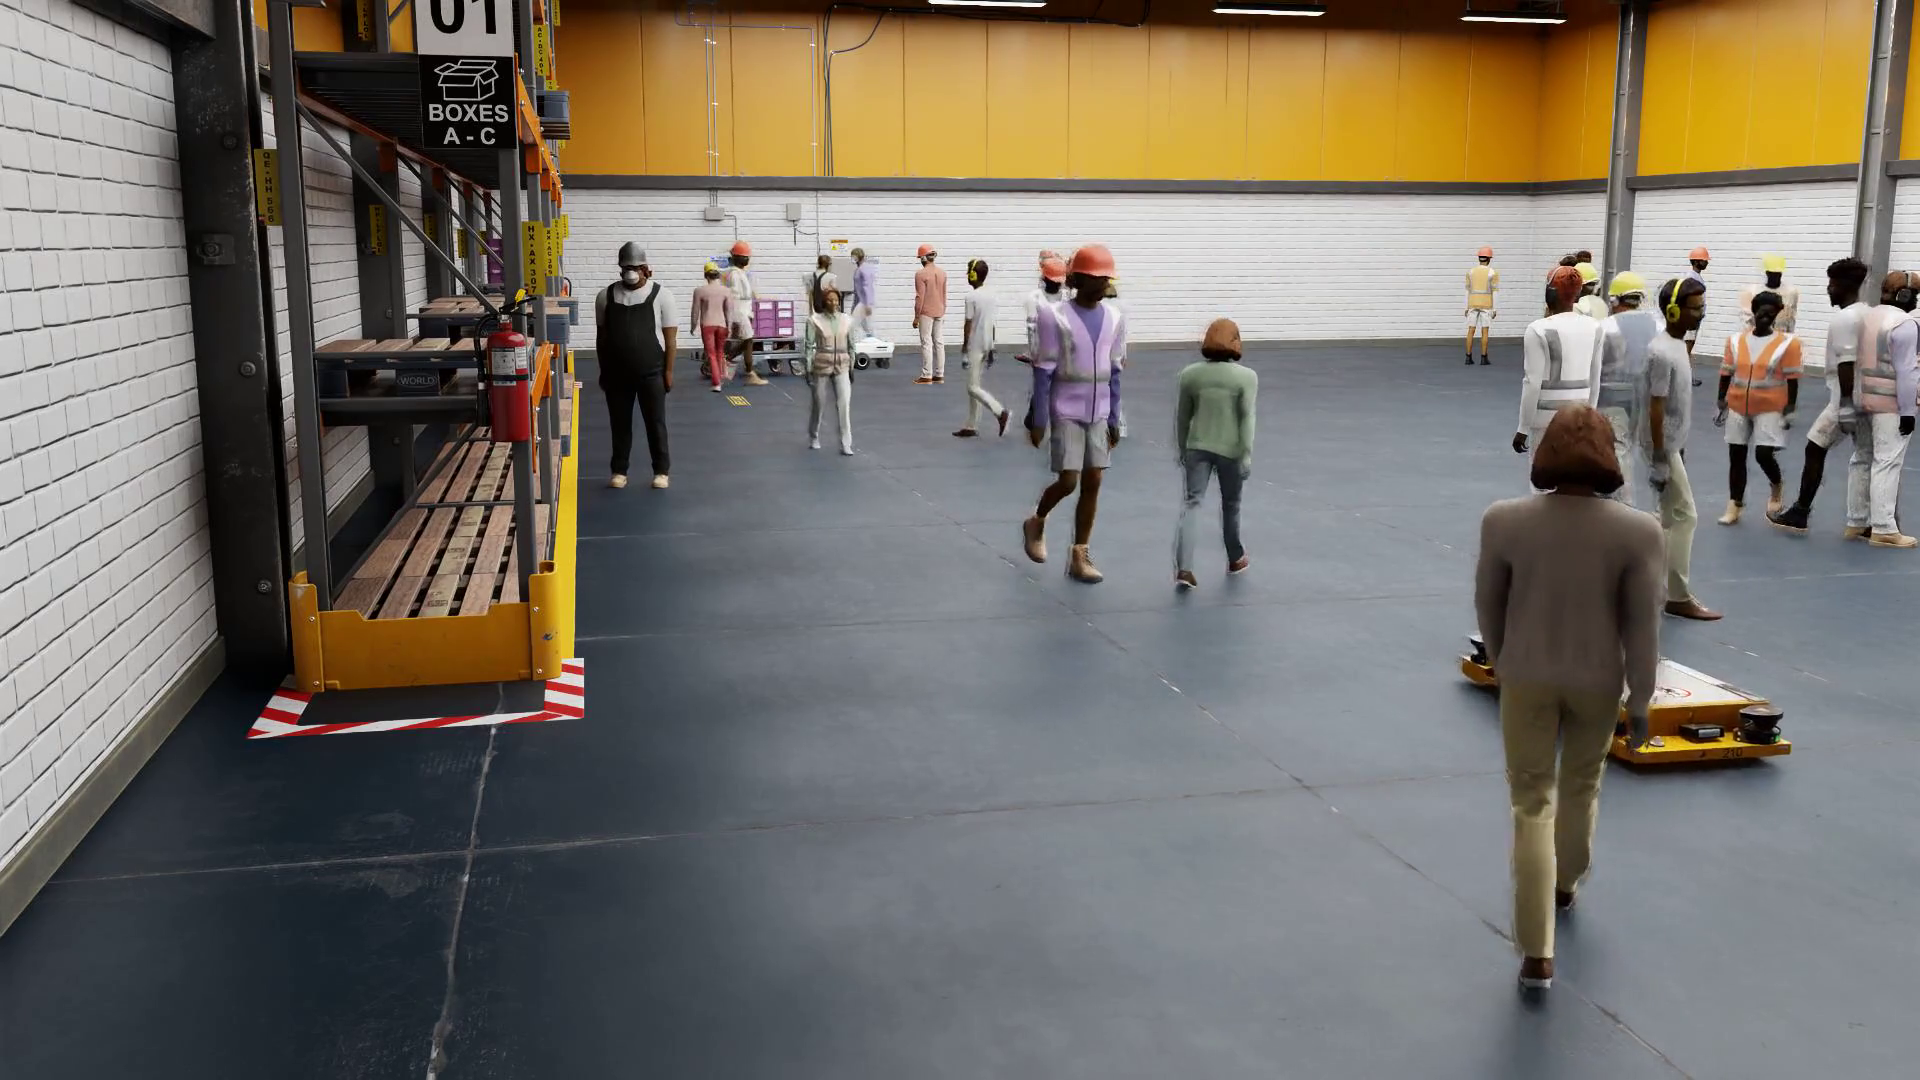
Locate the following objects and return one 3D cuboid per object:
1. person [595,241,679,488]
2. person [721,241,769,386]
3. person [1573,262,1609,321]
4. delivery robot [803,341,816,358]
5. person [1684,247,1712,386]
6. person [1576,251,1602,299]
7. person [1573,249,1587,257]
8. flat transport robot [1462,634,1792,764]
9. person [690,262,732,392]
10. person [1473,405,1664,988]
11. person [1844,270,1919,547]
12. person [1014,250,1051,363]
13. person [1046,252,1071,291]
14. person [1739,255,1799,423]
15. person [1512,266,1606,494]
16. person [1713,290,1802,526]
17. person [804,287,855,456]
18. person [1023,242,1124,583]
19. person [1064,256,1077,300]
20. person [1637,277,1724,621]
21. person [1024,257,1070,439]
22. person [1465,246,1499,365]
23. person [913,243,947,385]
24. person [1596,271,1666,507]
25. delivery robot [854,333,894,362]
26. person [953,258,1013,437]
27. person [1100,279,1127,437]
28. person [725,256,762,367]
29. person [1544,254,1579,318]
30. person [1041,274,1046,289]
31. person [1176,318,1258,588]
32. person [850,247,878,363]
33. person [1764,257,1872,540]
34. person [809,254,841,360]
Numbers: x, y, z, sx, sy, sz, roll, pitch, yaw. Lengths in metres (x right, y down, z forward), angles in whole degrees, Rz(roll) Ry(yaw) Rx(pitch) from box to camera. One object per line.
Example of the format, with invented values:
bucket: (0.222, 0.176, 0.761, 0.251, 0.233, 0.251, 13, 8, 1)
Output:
person: (-2.666, -1.430, 13.626, 0.683, 2.000, 0.535, 1, 10, 6)
person: (-3.085, -3.152, 23.260, 0.704, 2.015, 0.639, 0, 10, 1)
person: (5.552, -1.565, 14.948, 0.403, 1.835, 0.588, 10, 14, 44)
delivery robot: (-2.147, -3.024, 26.319, 0.707, 0.478, 0.477, 1, 10, 4)
person: (10.297, -3.129, 23.327, 0.356, 1.939, 0.543, 6, 12, 29)
person: (7.824, -2.669, 20.893, 0.629, 1.888, 0.819, -2, 10, -13)
person: (9.185, -3.366, 24.759, 0.641, 1.902, 0.402, -8, 13, -37)
flat transport robot: (2.774, 0.640, 7.065, 0.652, 0.197, 1.431, -2, 10, -10)
person: (-3.397, -2.881, 22.546, 0.530, 1.731, 0.846, -6, 12, -30)
person: (1.702, 0.415, 4.706, 0.487, 1.577, 0.929, 3, 11, 15)
person: (6.216, -0.877, 11.138, 0.429, 1.839, 0.622, 0, 10, -1)
person: (1.366, -3.795, 27.238, 0.959, 1.863, 0.668, -3, 11, -14)
person: (1.567, -3.630, 26.396, 0.893, 1.865, 0.691, 5, 11, 25)
person: (8.847, -2.173, 18.209, 0.615, 1.869, 1.004, 1, 10, 8)
person: (3.592, -0.701, 10.029, 0.574, 1.883, 0.355, -5, 11, -24)
person: (5.690, -0.934, 11.842, 0.452, 1.682, 0.546, -8, 13, -39)
person: (-1.267, -1.637, 15.998, 0.532, 1.602, 0.840, -4, 11, -22)
person: (0.692, -0.764, 9.994, 0.637, 2.021, 0.608, -6, 12, -30)
person: (1.198, -1.880, 16.601, 0.378, 1.878, 0.760, 2, 10, 9)
person: (3.786, -0.496, 8.999, 0.728, 1.840, 0.547, 5, 11, 25)
person: (0.895, -1.900, 16.736, 0.557, 1.881, 0.889, -3, 11, -14)
person: (8.527, -3.824, 27.206, 0.542, 1.933, 0.382, 6, 12, 31)
person: (-0.438, -3.189, 23.528, 0.388, 1.987, 0.608, 9, 13, 40)
person: (4.711, -1.032, 12.067, 0.621, 1.801, 0.821, -3, 11, -15)
delivery robot: (-1.408, -3.031, 26.361, 0.707, 0.478, 0.477, -4, 11, -23)
person: (0.225, -1.943, 16.993, 0.721, 1.854, 0.513, 7, 13, 35)
person: (1.443, -1.945, 17.396, 0.501, 1.701, 0.867, -9, 14, -41)
person: (-3.521, -3.619, 26.468, 0.584, 1.779, 1.007, 9, 14, 41)
person: (6.997, -2.361, 19.248, 0.513, 1.877, 0.328, 2, 10, 13)
person: (1.390, -3.382, 25.590, 0.342, 1.618, 0.522, -4, 11, -21)
person: (1.510, -0.522, 9.873, 0.516, 1.578, 0.922, 5, 11, 25)
person: (-1.721, -3.878, 27.536, 0.809, 1.907, 0.668, -2, 10, -11)
person: (6.030, -0.959, 11.382, 0.622, 1.911, 0.908, -7, 13, -36)
person: (-2.309, -3.841, 27.645, 0.500, 1.814, 0.867, 8, 13, 37)
